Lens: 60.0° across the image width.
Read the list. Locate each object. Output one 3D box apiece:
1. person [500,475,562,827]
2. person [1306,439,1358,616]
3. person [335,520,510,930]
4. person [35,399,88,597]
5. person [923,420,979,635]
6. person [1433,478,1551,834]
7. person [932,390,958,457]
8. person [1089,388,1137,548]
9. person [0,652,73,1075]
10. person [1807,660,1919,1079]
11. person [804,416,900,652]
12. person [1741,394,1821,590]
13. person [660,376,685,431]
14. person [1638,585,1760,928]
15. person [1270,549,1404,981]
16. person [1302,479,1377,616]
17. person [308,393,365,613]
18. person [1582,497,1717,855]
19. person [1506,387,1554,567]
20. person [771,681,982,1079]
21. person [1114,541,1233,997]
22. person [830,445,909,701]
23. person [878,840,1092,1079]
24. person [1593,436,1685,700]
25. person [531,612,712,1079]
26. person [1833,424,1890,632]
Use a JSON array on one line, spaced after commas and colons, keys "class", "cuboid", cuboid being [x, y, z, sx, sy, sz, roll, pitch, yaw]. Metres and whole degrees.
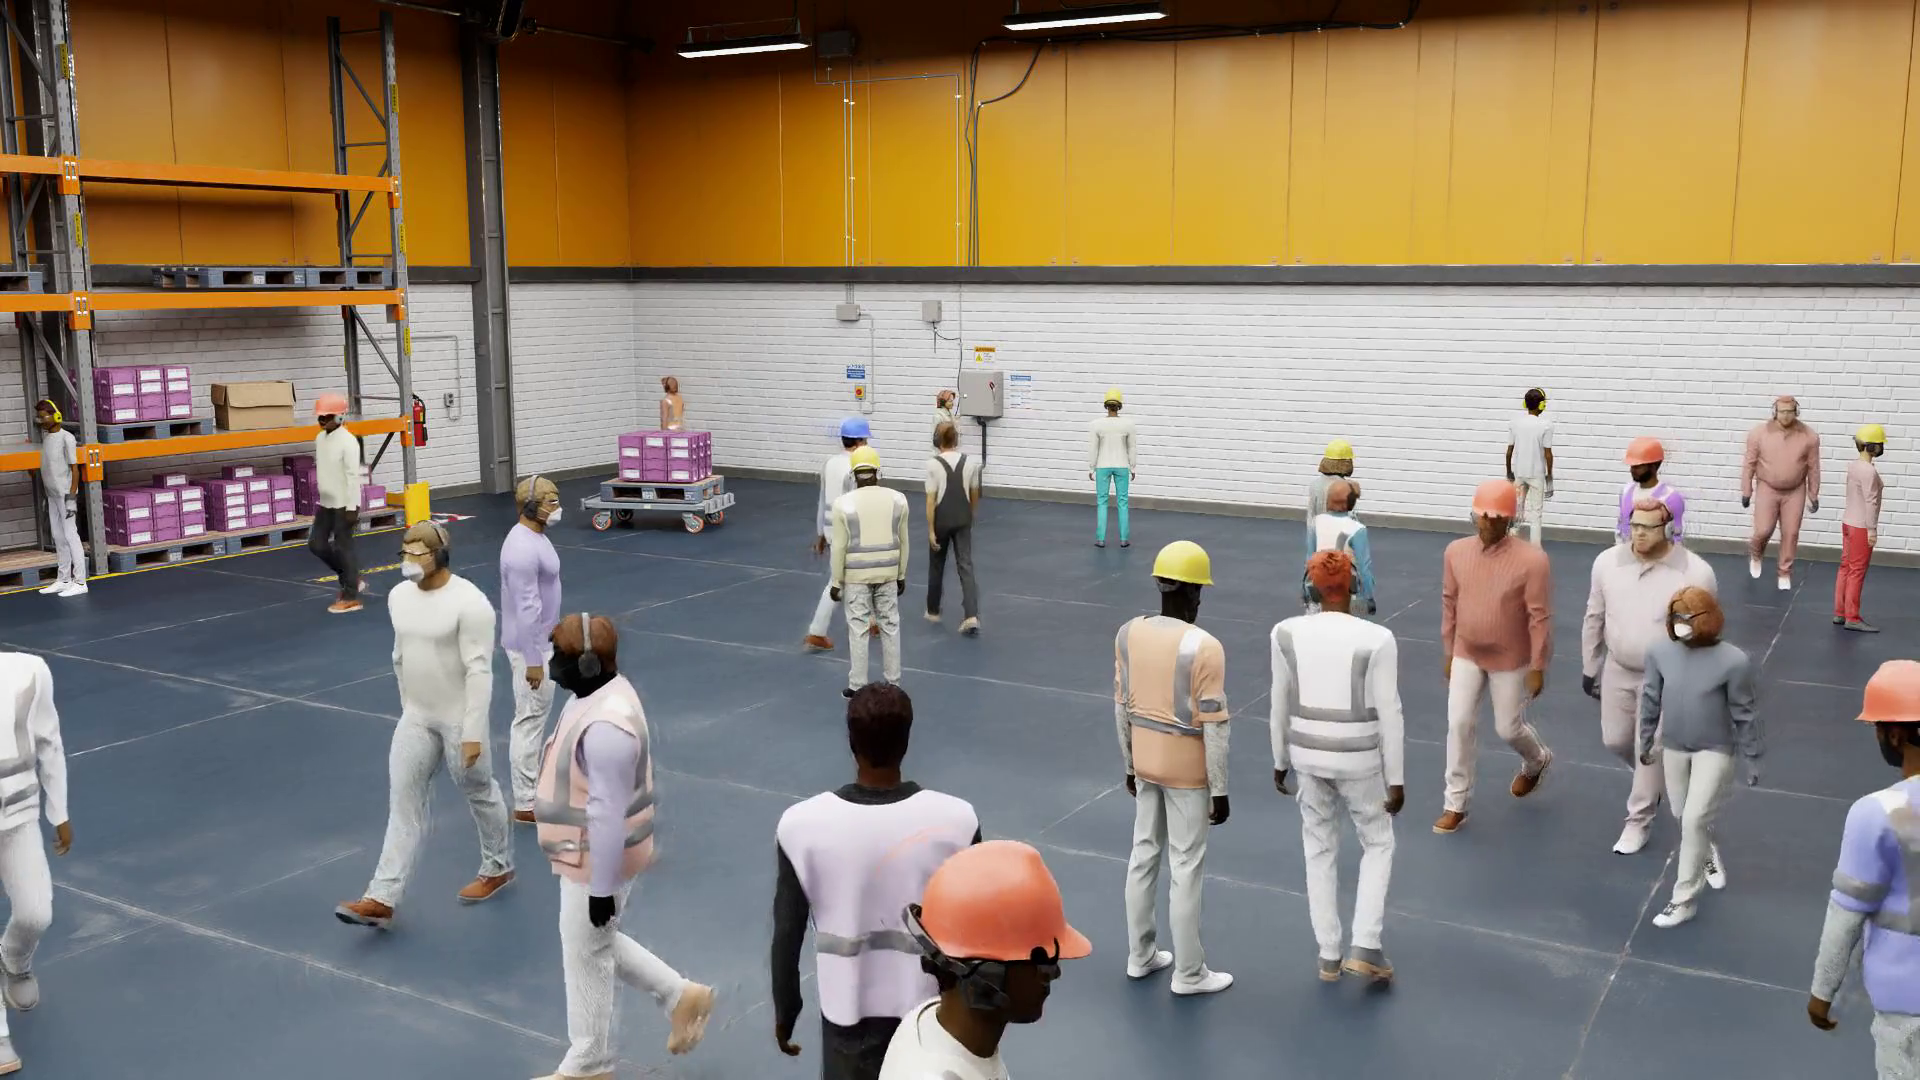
[{"class": "person", "cuboid": [-2.347, 0.604, 9.175, 0.353, 1.936, 0.635, -2, 9, -11]}, {"class": "person", "cuboid": [2.942, 0.076, 13.076, 0.318, 1.742, 0.492, -5, 11, -31]}, {"class": "person", "cuboid": [-2.472, 0.860, 7.716, 0.655, 1.888, 0.985, 5, 10, 26]}, {"class": "person", "cuboid": [-8.494, -0.399, 15.666, 0.509, 1.865, 0.329, 6, 11, 33]}, {"class": "person", "cuboid": [-0.066, -0.112, 14.098, 0.510, 1.806, 0.966, -3, 10, -19]}, {"class": "person", "cuboid": [2.973, 0.607, 9.120, 0.615, 1.966, 0.820, 8, 12, 42]}, {"class": "person", "cuboid": [-0.185, -0.988, 20.038, 0.310, 1.638, 0.523, 3, 10, 19]}, {"class": "person", "cuboid": [1.686, -0.793, 18.428, 0.533, 1.767, 0.312, 0, 9, -1]}, {"class": "person", "cuboid": [-3.765, 1.081, 6.401, 0.591, 1.872, 0.576, -7, 11, -37]}, {"class": "person", "cuboid": [2.811, 1.292, 5.028, 0.567, 1.887, 0.946, -2, 9, -15]}, {"class": "person", "cuboid": [-0.901, -0.055, 13.440, 1.014, 1.892, 0.629, -7, 11, -37]}, {"class": "person", "cuboid": [7.909, -0.472, 16.048, 0.671, 1.887, 0.502, 3, 10, 18]}, {"class": "person", "cuboid": [-3.982, -1.446, 22.934, 0.359, 1.627, 0.523, 5, 10, 27]}, {"class": "person", "cuboid": [3.524, 0.980, 7.895, 0.756, 1.593, 0.544, -8, 12, -40]}, {"class": "person", "cuboid": [1.601, 0.970, 7.146, 0.616, 1.857, 0.431, 5, 10, 29]}, {"class": "person", "cuboid": [2.701, 0.374, 11.630, 0.847, 1.593, 0.541, -5, 10, -27]}, {"class": "person", "cuboid": [-5.577, -0.328, 14.863, 0.638, 1.973, 0.439, 7, 12, 38]}, {"class": "person", "cuboid": [3.677, 0.681, 8.869, 0.657, 1.883, 0.751, 8, 12, 42]}, {"class": "person", "cuboid": [5.863, -0.632, 17.101, 0.310, 1.868, 0.532, -9, 13, -43]}, {"class": "person", "cuboid": [-0.238, 1.337, 4.798, 0.605, 1.880, 0.976, -1, 9, -7]}, {"class": "person", "cuboid": [0.907, 0.957, 7.016, 0.370, 1.924, 0.586, -8, 12, -41]}, {"class": "person", "cuboid": [-0.648, 0.246, 11.759, 0.587, 1.826, 0.404, -4, 10, -24]}, {"class": "person", "cuboid": [0.110, 1.538, 3.144, 1.002, 1.995, 0.634, -1, 9, -5]}, {"class": "person", "cuboid": [4.947, 0.196, 11.838, 0.835, 1.904, 0.571, -3, 10, -18]}, {"class": "person", "cuboid": [-1.279, 1.152, 6.091, 0.625, 1.826, 0.642, -2, 9, -14]}, {"class": "person", "cuboid": [7.681, -0.108, 14.151, 0.309, 1.769, 0.525, 2, 9, 10]}]
